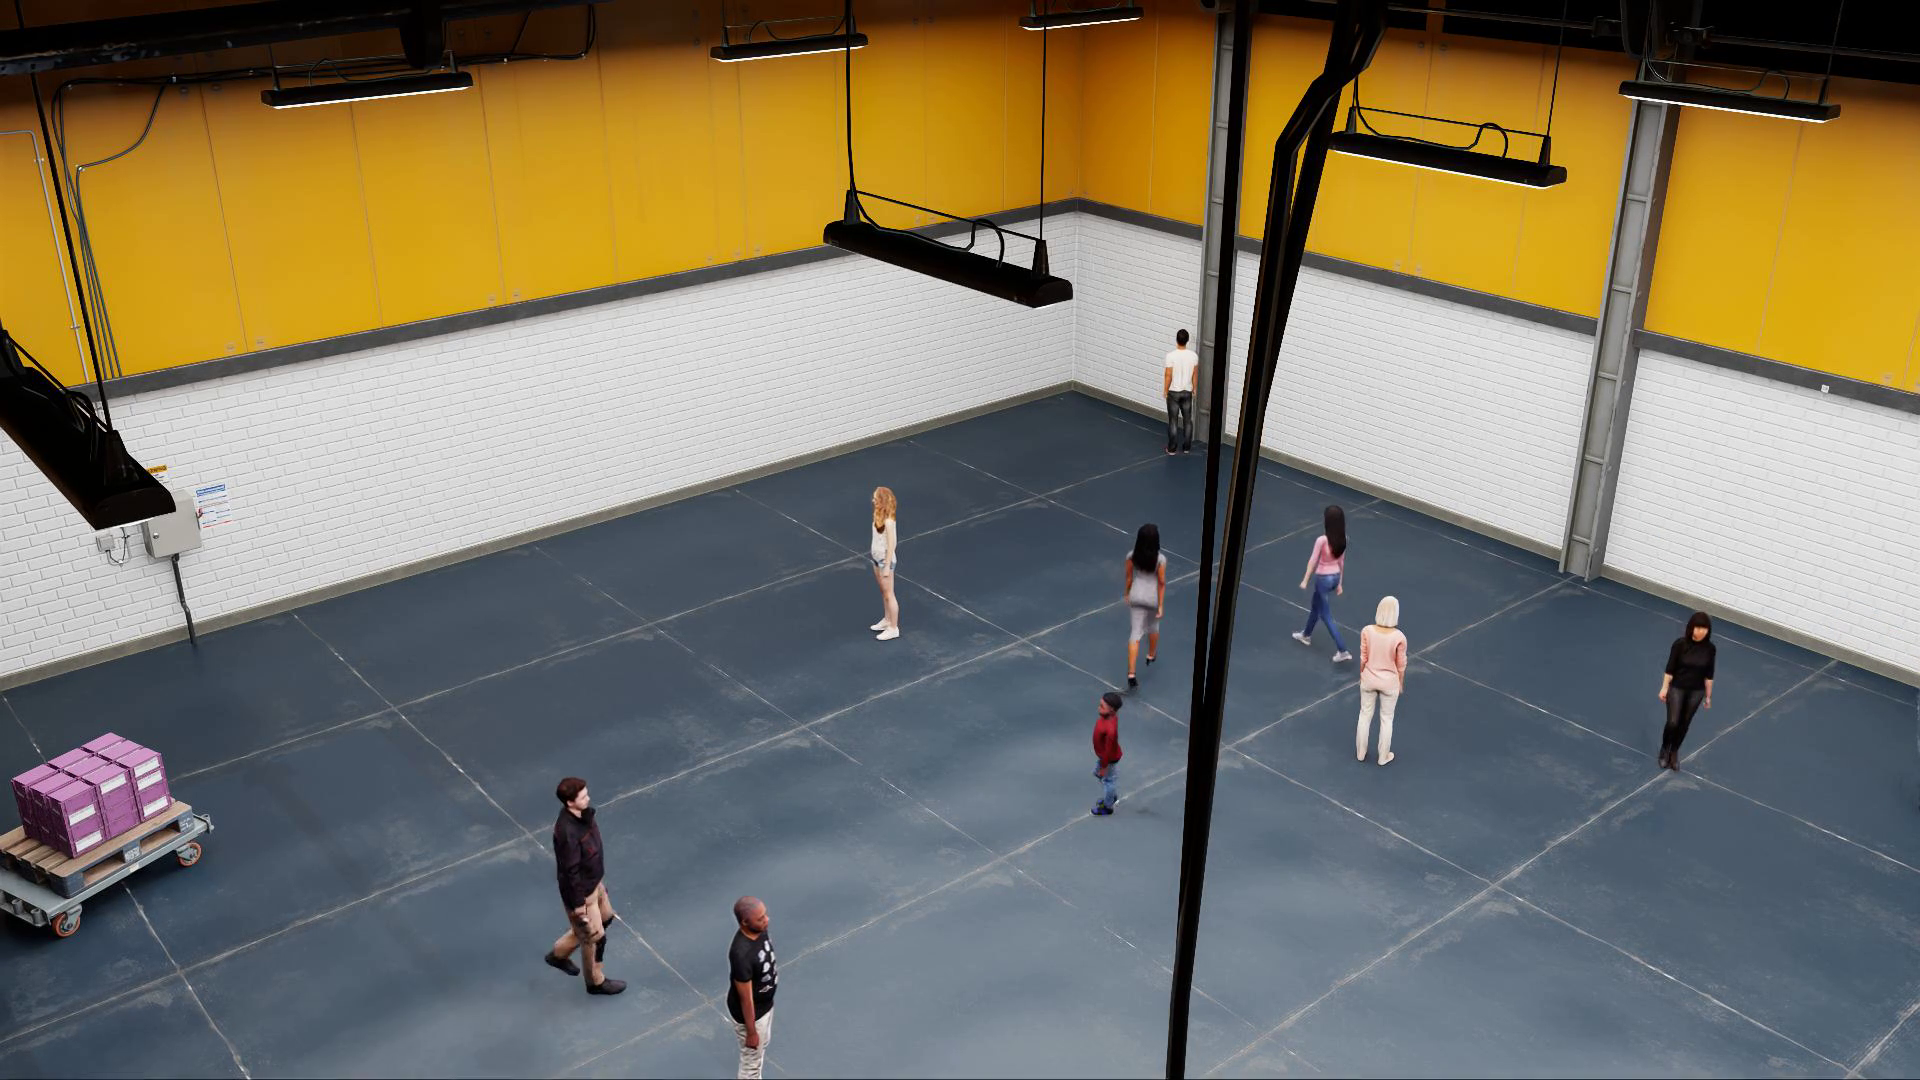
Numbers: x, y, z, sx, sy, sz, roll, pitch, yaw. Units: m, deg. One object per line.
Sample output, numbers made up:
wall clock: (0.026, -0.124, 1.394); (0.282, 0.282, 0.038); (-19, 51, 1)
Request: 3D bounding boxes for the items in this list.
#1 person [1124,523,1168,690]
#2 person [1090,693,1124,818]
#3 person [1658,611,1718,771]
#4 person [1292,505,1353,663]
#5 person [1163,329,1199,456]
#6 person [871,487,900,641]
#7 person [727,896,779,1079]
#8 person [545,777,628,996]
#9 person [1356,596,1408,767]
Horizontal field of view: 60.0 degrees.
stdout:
person: (1.876, 0.708, 17.130); (1.113, 1.739, 1.037); (8, 25, 17)
person: (1.386, 1.925, 14.957); (0.651, 1.248, 0.585); (1, 24, 3)
person: (6.837, 1.380, 15.718); (0.673, 1.637, 0.741); (3, 24, 8)
person: (3.939, 0.489, 17.668); (0.646, 1.707, 1.127); (-16, 28, -32)
person: (3.105, -2.097, 23.463); (0.715, 1.803, 0.705); (-5, 24, -12)
person: (-0.809, 0.240, 18.175); (0.716, 1.759, 0.584); (-7, 24, -15)
person: (-1.414, 3.193, 11.361); (0.813, 1.804, 0.758); (2, 24, 6)
person: (-2.923, 2.615, 12.551); (1.016, 1.911, 0.970); (-1, 24, -2)
person: (3.978, 1.323, 15.738); (0.595, 1.725, 0.732); (12, 26, 25)
